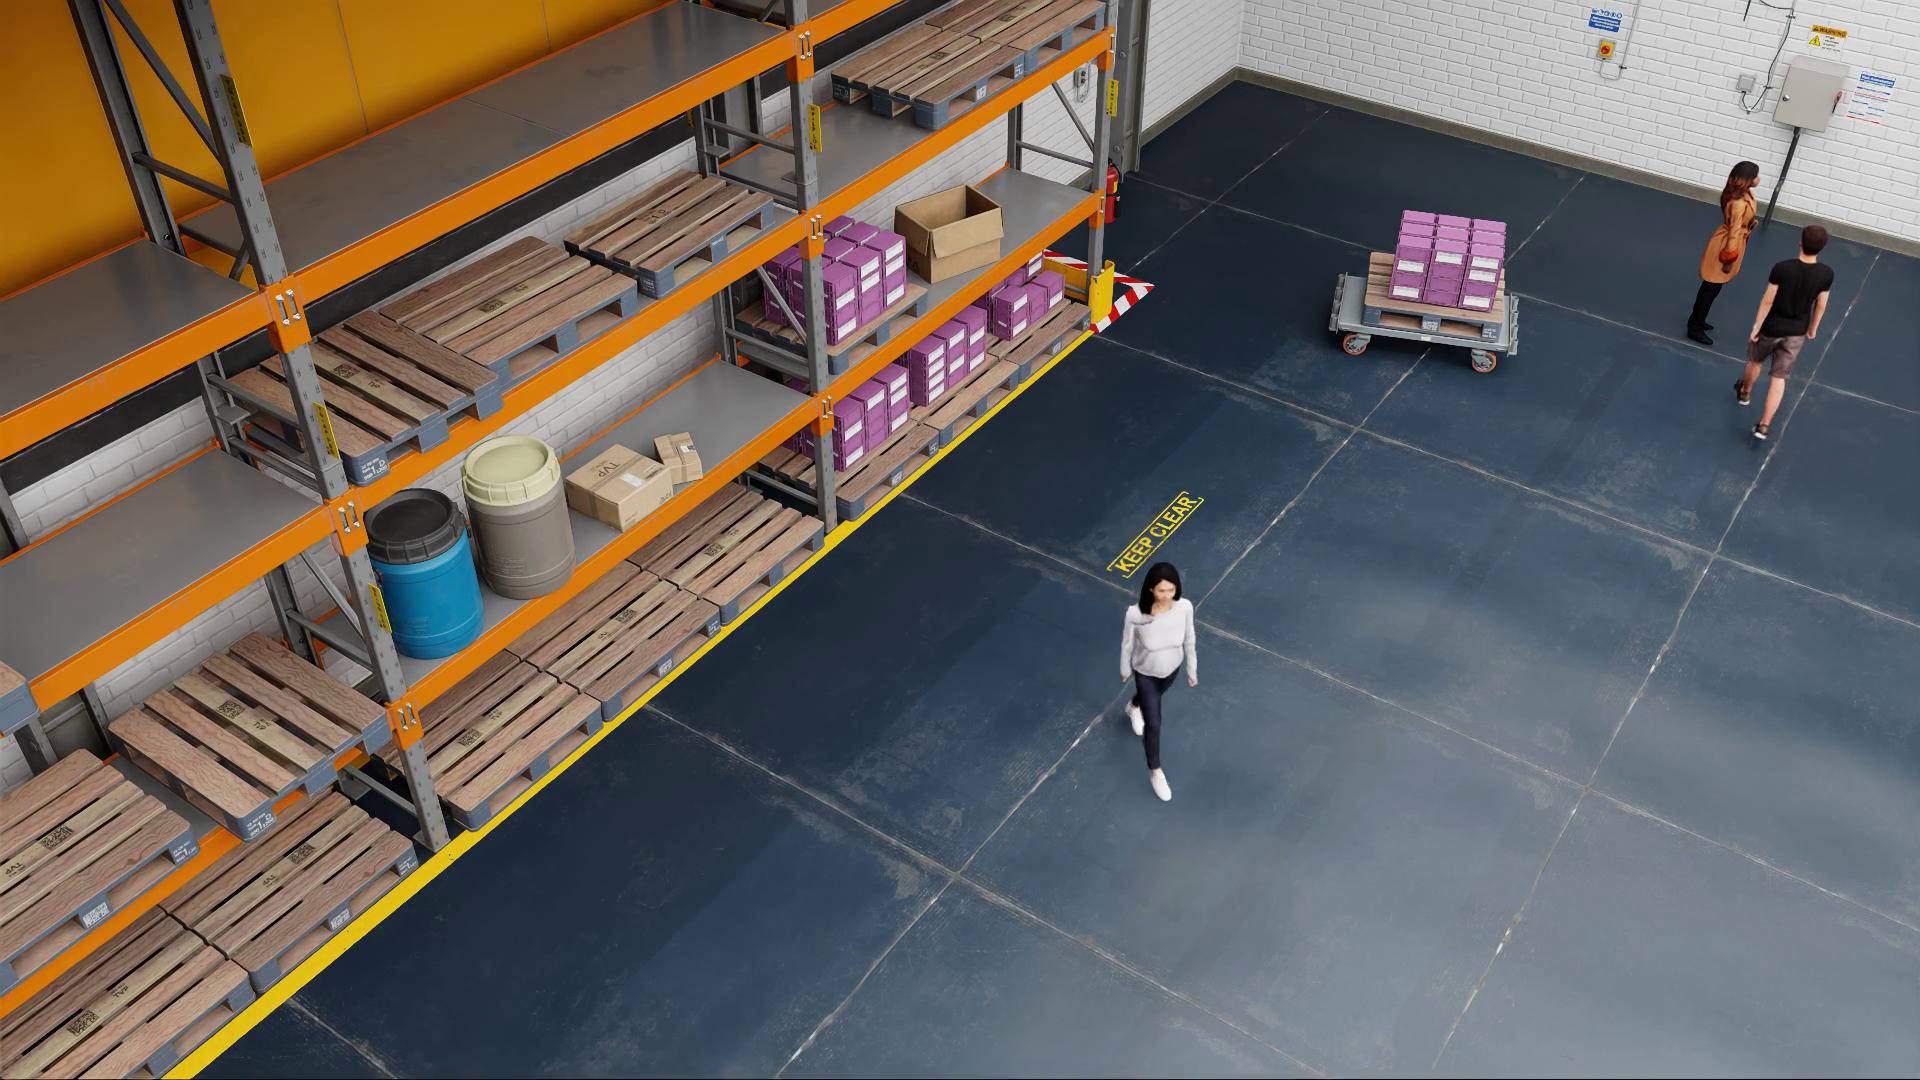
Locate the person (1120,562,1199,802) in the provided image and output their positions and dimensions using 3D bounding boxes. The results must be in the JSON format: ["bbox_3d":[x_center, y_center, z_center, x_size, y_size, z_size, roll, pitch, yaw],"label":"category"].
[{"bbox_3d":[1.252,0.773,10.794,1.112,1.656,1.094,-11,40,-13],"label":"person"}]

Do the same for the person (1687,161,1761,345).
[{"bbox_3d":[6.880,-2.600,14.966,0.792,1.720,0.617,14,41,16],"label":"person"}]

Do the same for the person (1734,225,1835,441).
[{"bbox_3d":[6.806,-1.685,13.732,0.975,1.830,1.302,9,40,11],"label":"person"}]
